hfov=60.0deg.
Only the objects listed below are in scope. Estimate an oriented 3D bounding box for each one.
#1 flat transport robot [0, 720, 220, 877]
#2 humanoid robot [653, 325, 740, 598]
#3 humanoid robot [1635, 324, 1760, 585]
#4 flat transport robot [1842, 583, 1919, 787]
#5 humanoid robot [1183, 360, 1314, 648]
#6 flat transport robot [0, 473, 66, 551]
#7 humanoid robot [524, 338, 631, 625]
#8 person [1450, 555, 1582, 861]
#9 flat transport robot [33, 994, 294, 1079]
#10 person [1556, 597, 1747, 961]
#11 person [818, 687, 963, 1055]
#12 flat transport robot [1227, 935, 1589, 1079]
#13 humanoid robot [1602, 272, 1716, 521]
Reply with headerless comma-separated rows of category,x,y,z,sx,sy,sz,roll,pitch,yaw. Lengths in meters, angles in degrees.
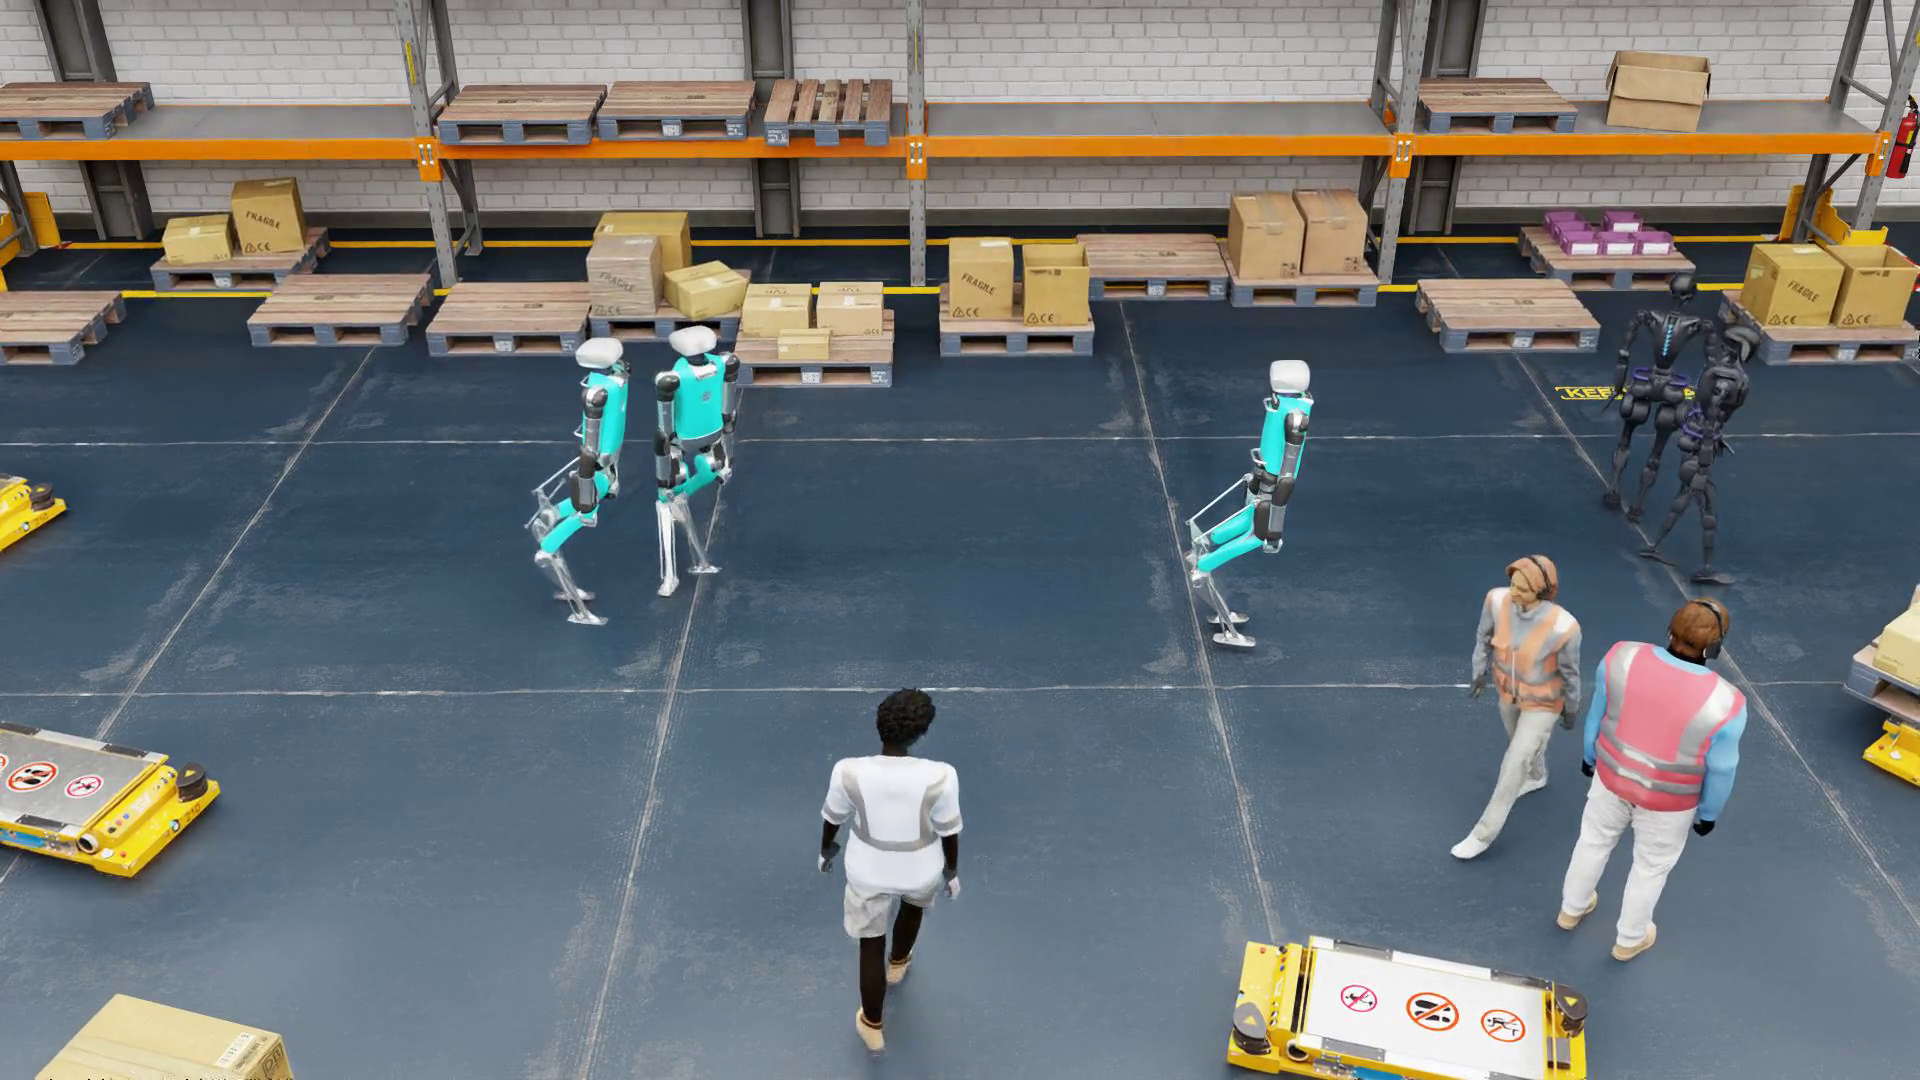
flat transport robot,-4.520,1.274,8.290,1.431,0.231,0.659,9,32,14
humanoid robot,-1.655,-0.491,9.789,0.558,1.764,0.769,-24,39,-34
humanoid robot,4.527,-0.529,9.946,0.629,1.641,0.608,16,35,25
flat transport robot,5.453,0.979,8.781,1.431,0.231,0.659,-22,38,-32
humanoid robot,1.522,-0.196,9.216,0.720,1.691,0.532,0,31,-1
flat transport robot,-6.631,-0.225,10.786,1.431,0.231,0.659,10,32,16
humanoid robot,-2.253,-0.334,9.530,0.847,1.745,0.562,4,31,7
person,2.678,0.730,7.922,0.853,1.574,0.522,-19,36,-28
flat transport robot,-2.848,2.706,5.906,1.431,0.231,0.659,9,32,14
person,2.977,1.038,7.169,0.638,1.831,0.430,26,39,36
person,-0.293,1.306,6.875,0.601,1.645,0.731,0,31,0
flat transport robot,1.888,2.050,6.998,1.431,0.231,0.659,8,32,13
humanoid robot,4.419,-0.905,10.553,0.610,1.652,0.306,15,34,23
